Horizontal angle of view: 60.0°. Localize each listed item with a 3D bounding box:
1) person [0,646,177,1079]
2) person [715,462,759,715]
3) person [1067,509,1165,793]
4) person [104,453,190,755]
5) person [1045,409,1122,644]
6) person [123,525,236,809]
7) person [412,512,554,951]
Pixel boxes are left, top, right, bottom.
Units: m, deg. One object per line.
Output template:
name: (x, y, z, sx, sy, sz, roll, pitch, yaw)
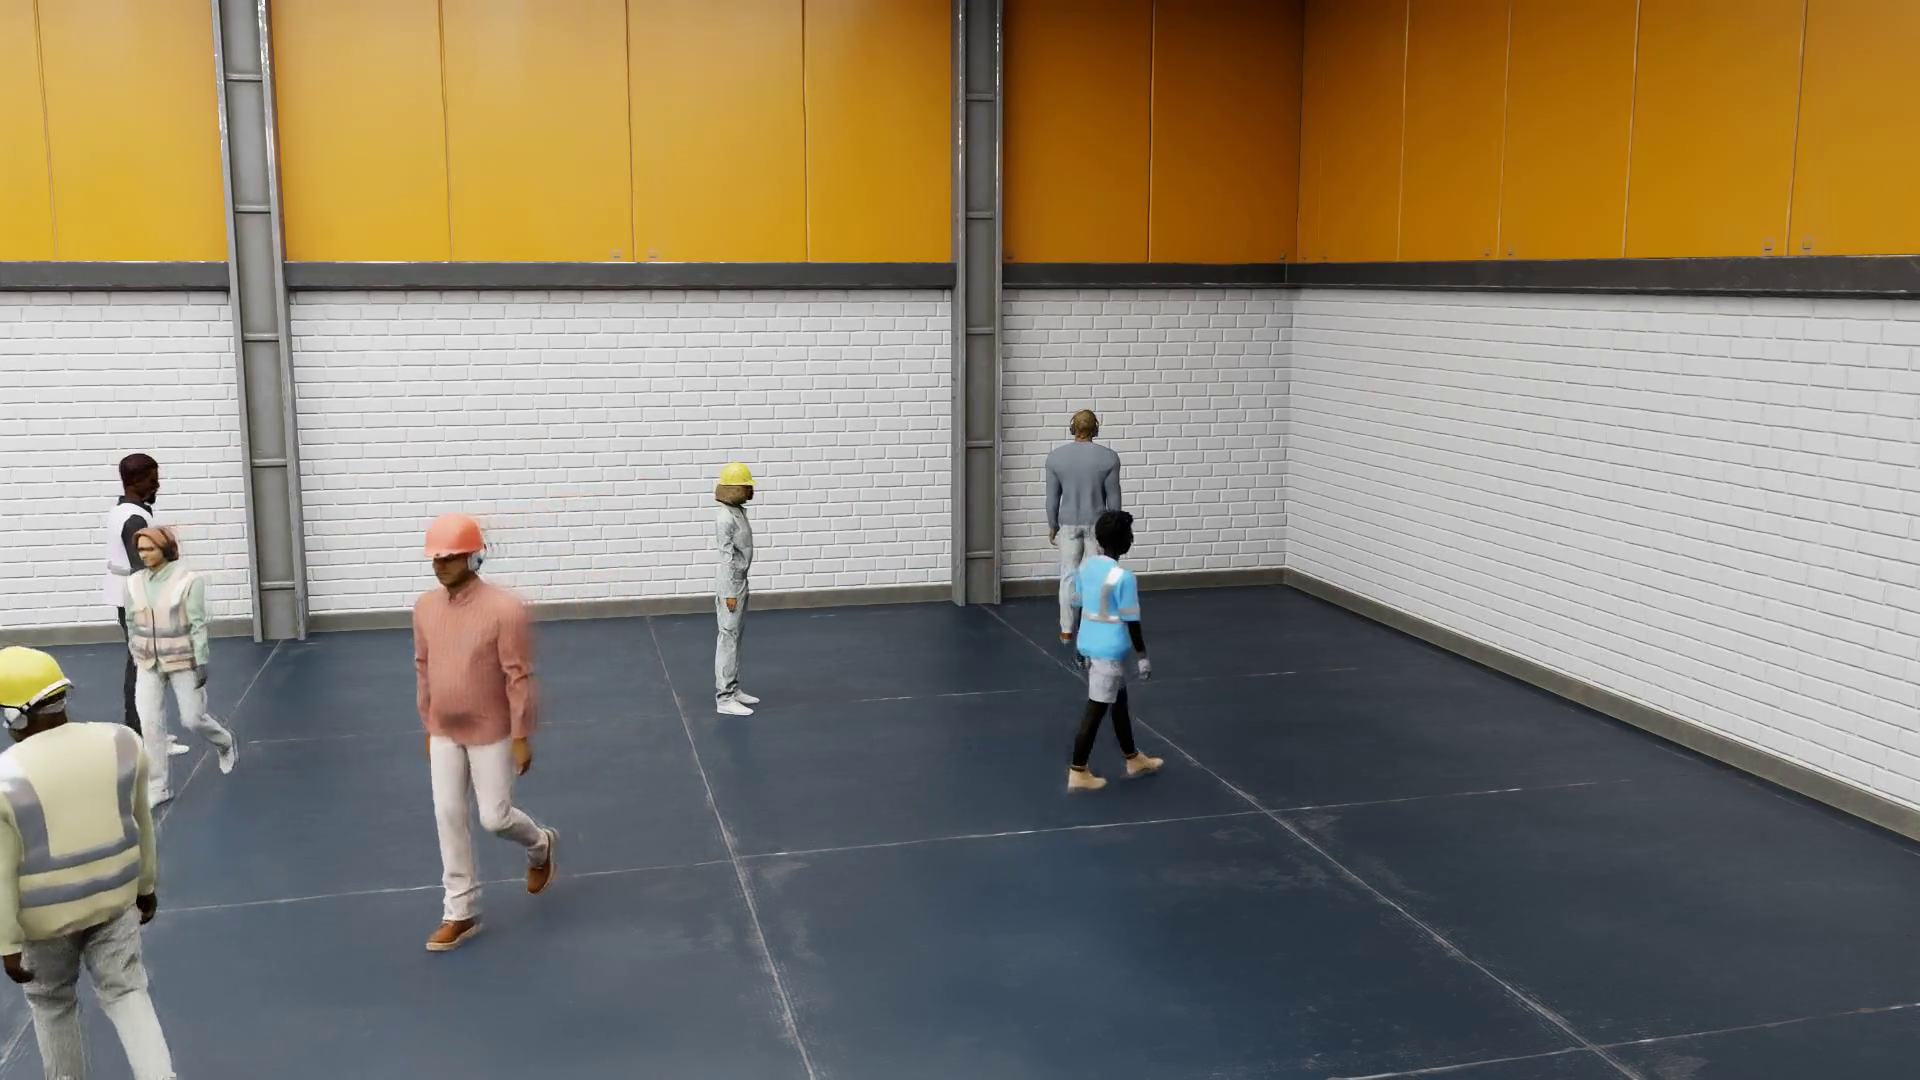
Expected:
person: (-2.969, 1.243, 5.640, 0.790, 1.802, 0.600, 7, 12, 38)
person: (-1.542, 0.327, 11.524, 0.314, 1.743, 0.493, 0, 9, 2)
person: (0.965, 0.647, 9.755, 0.795, 1.657, 0.546, -4, 10, -22)
person: (-5.160, 0.409, 10.487, 0.410, 1.915, 0.610, -6, 11, -33)
person: (1.011, -0.105, 13.615, 0.628, 1.940, 0.373, 2, 9, 12)
person: (-4.522, 0.699, 9.590, 0.518, 1.617, 0.661, 1, 9, 6)
person: (-2.197, 0.837, 7.616, 0.628, 1.979, 0.720, 3, 10, 20)
